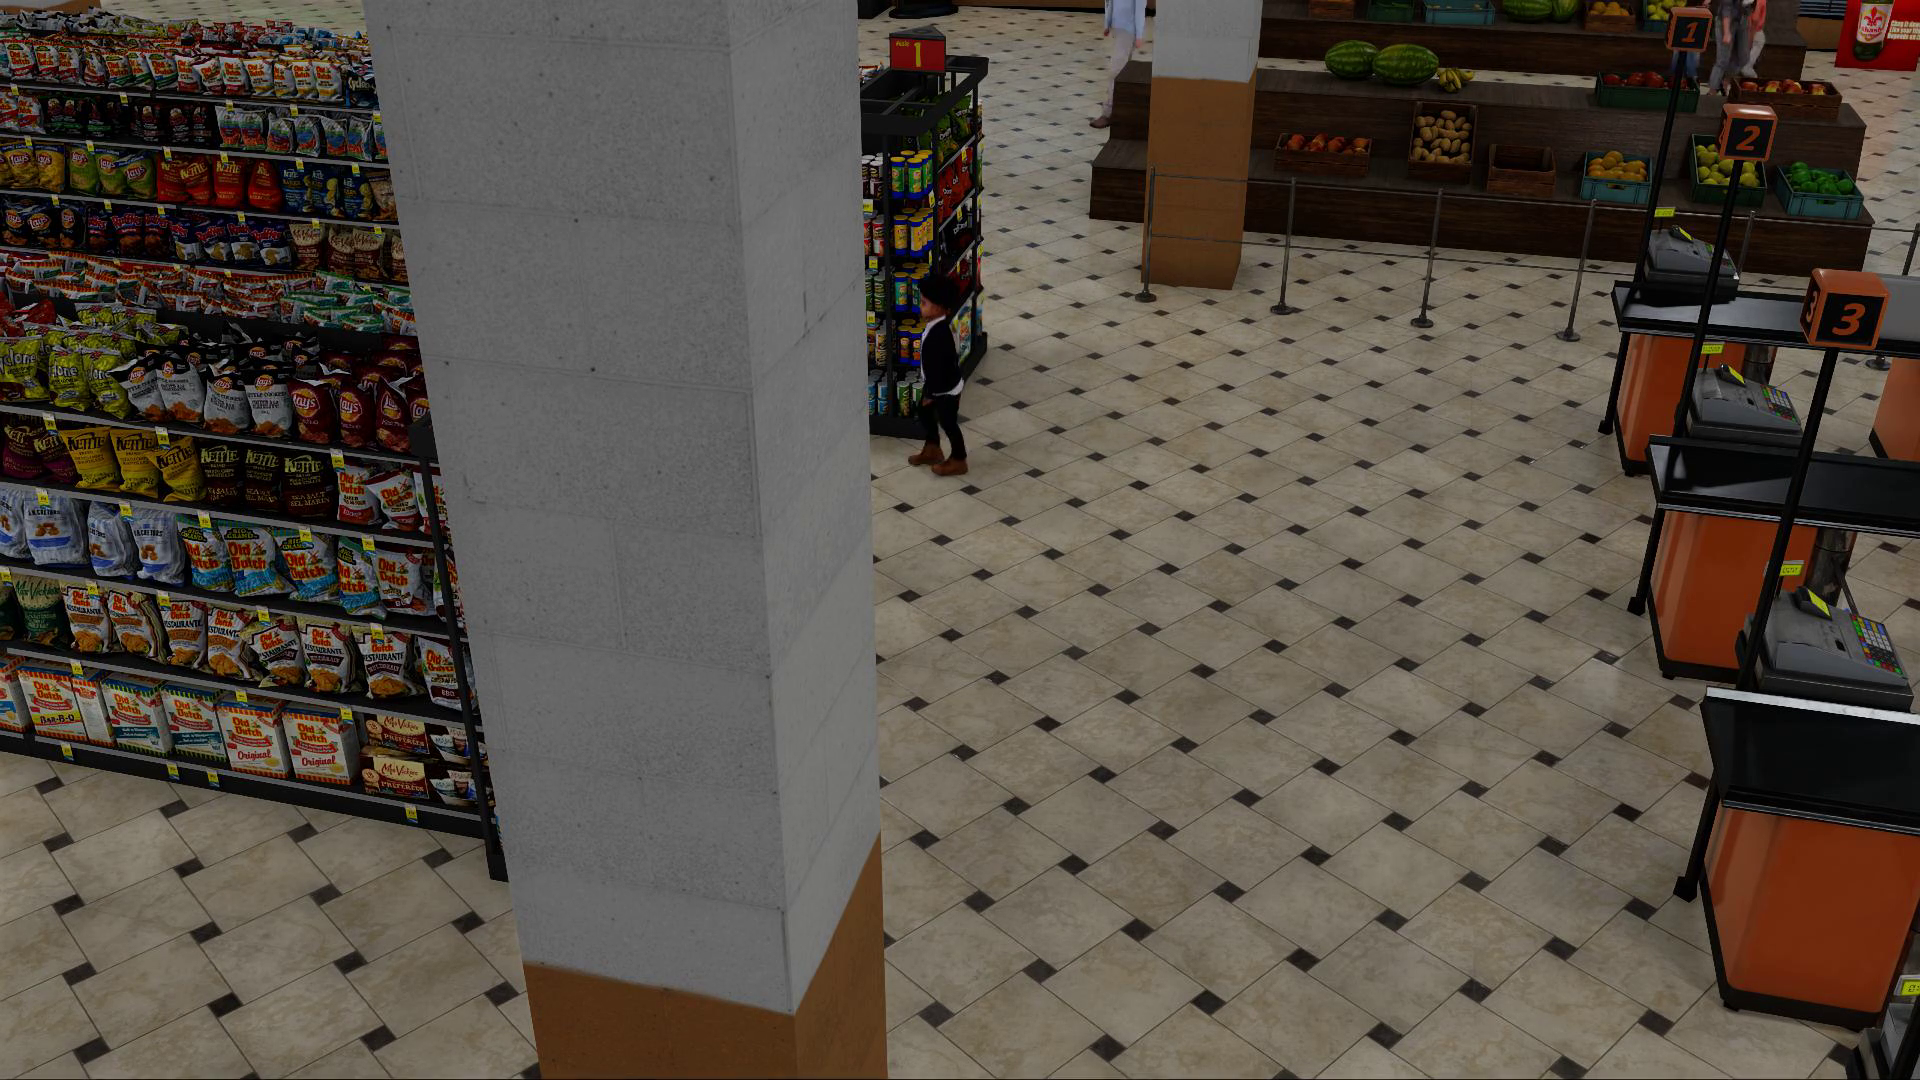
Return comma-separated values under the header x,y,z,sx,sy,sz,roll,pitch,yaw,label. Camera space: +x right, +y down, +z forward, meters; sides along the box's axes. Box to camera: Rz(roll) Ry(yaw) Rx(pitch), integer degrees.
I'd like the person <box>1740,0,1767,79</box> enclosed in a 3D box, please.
x,y,z,sx,sy,sz,roll,pitch,yaw,label
8.279,-5.179,17.253,0.673,1.289,0.571,11,31,19,person

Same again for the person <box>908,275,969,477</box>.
x,y,z,sx,sy,sz,roll,pitch,yaw,label
-0.055,-0.940,9.570,0.645,1.211,0.595,-1,29,-1,person

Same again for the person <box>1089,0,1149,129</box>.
x,y,z,sx,sy,sz,roll,pitch,yaw,label
1.711,-4.976,16.299,1.279,1.848,1.163,-10,30,-17,person

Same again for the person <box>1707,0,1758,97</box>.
x,y,z,sx,sy,sz,roll,pitch,yaw,label
7.849,-5.200,16.925,0.782,1.641,0.837,-25,37,-38,person

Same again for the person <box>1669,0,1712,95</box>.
x,y,z,sx,sy,sz,roll,pitch,yaw,label
6.772,-4.451,15.741,0.729,1.460,0.685,21,35,33,person
